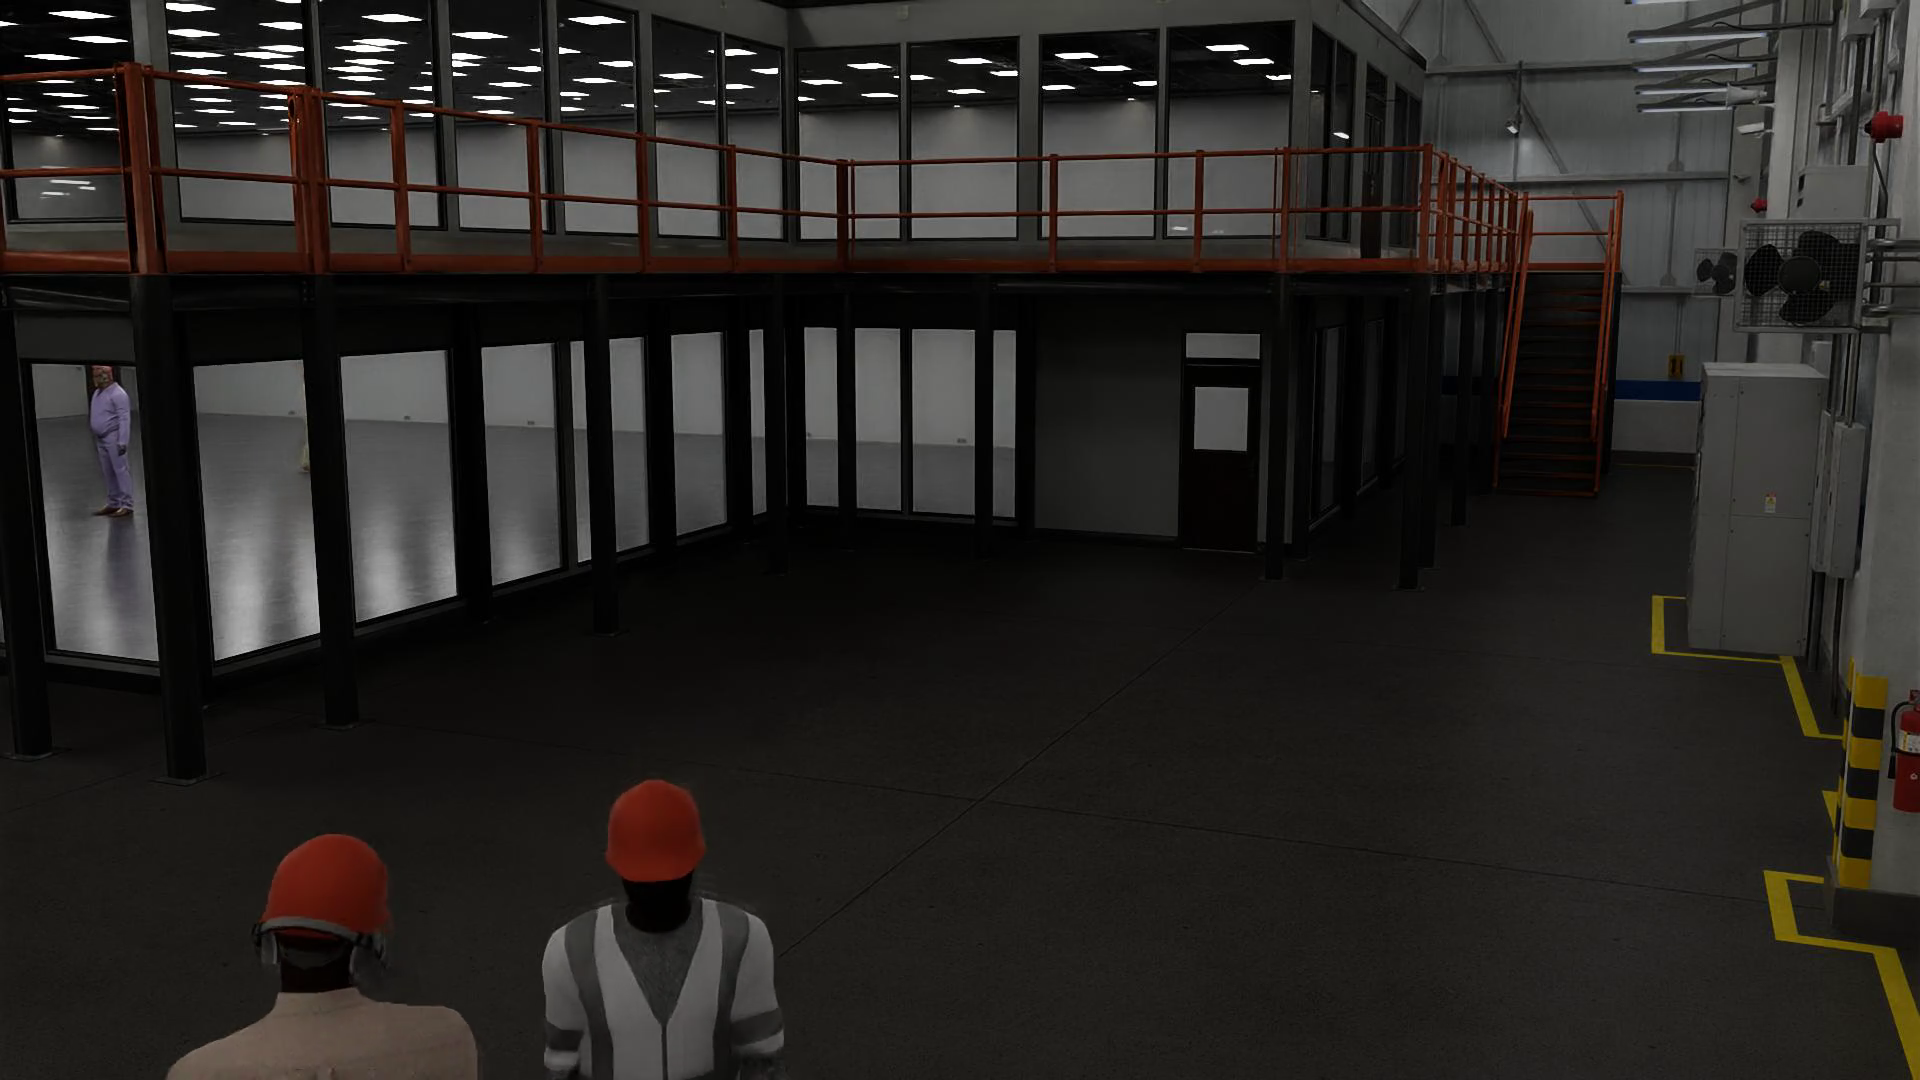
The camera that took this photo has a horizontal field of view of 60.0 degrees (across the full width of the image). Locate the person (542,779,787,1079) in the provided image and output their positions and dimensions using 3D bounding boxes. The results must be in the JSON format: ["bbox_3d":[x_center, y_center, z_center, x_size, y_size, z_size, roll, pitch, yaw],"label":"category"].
[{"bbox_3d":[-0.692,1.482,3.996,0.565,1.883,0.983,-3,10,-15],"label":"person"}]

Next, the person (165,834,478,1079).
[{"bbox_3d":[-1.241,1.564,3.356,0.645,1.939,1.034,-4,10,-24],"label":"person"}]
